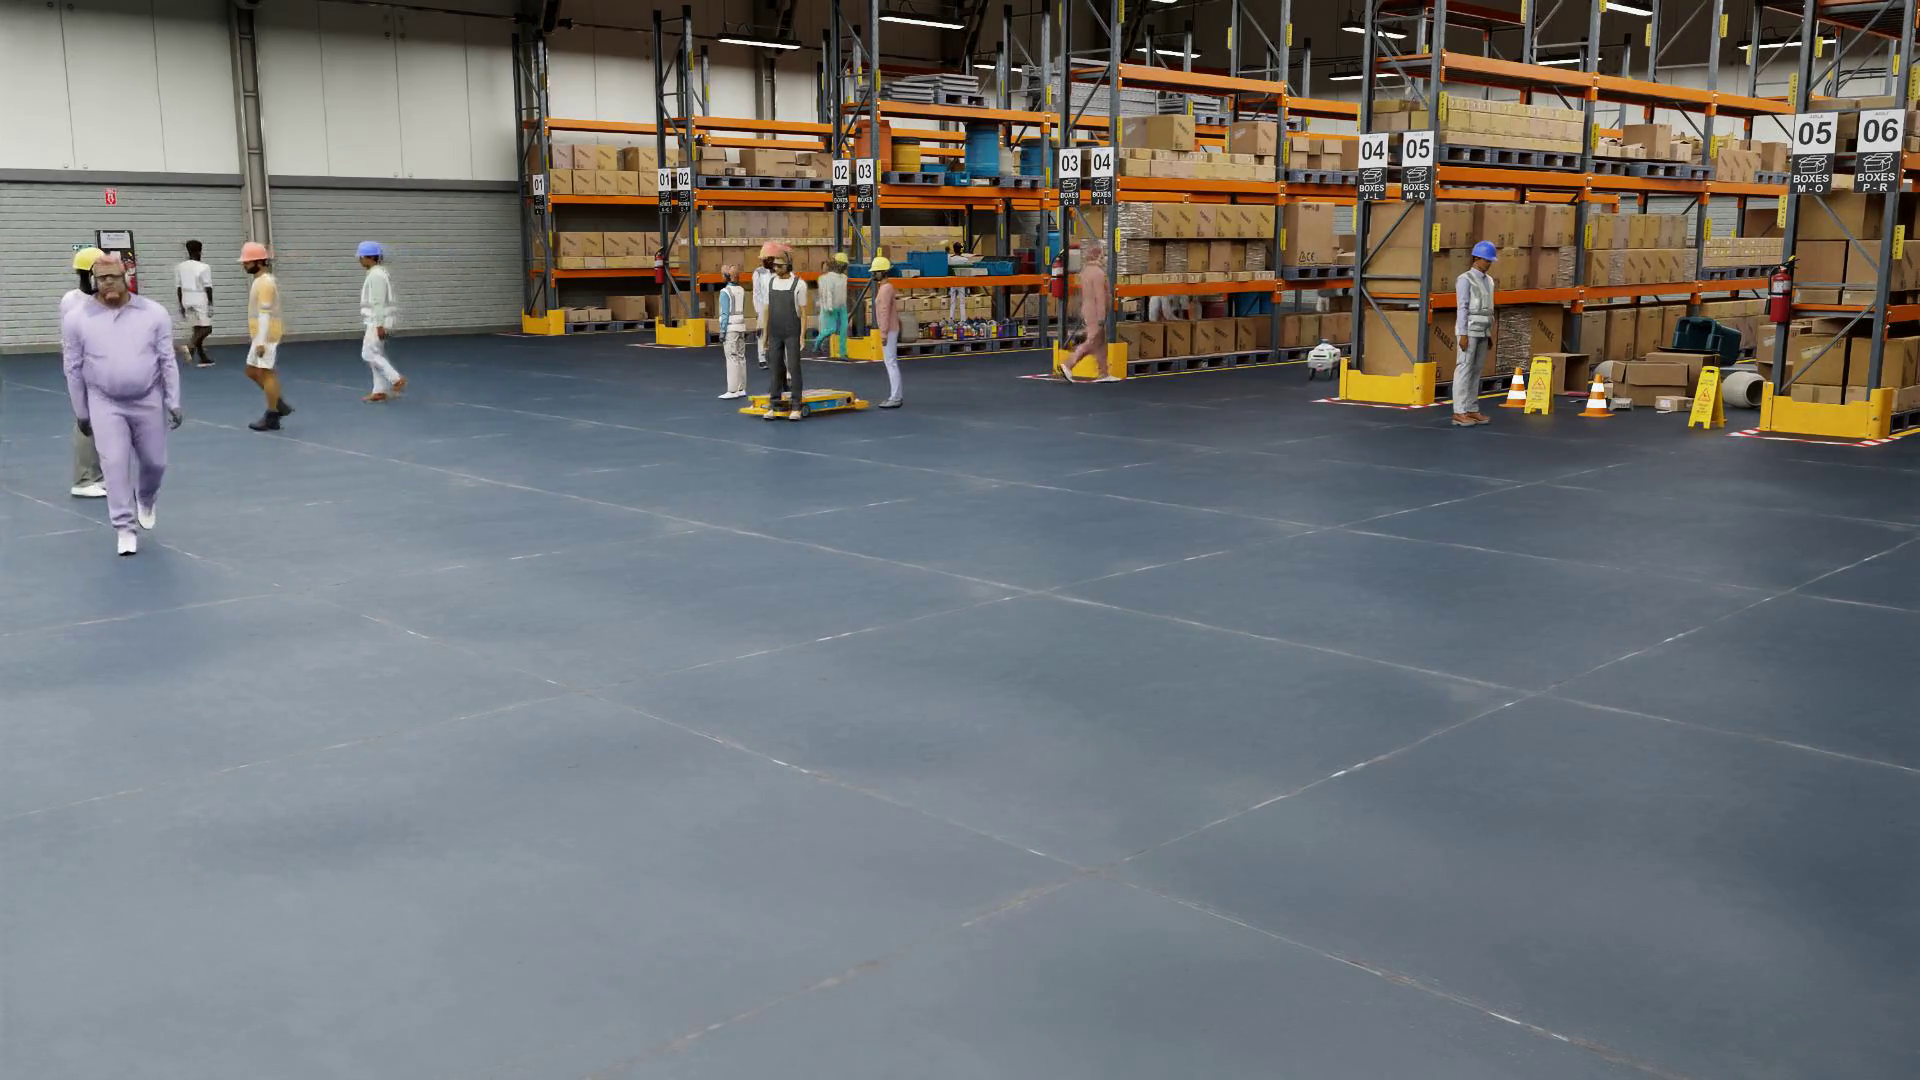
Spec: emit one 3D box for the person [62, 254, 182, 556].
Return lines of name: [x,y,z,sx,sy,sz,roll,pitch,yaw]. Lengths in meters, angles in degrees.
person: [-5.380,-0.893,10.711,0.644,1.889,0.758,-6,12,-31]

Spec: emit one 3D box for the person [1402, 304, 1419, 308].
person: [6.756,-3.329,24.596,0.411,1.664,0.561,-6,12,-31]

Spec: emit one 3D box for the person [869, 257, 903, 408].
person: [-0.876,-2.431,19.489,0.383,1.755,0.536,0,10,1]

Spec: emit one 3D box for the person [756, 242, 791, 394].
person: [-2.281,-2.591,19.894,0.660,1.912,0.565,-8,13,-36]

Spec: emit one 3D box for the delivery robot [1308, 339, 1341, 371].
delivery robot: [5.136,-2.583,23.427,0.477,0.478,0.707,4,11,23]

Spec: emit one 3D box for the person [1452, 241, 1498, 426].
person: [5.474,-2.194,17.669,0.602,1.939,0.398,-10,15,-44]

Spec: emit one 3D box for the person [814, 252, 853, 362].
person: [-2.029,-3.752,26.740,0.676,1.727,0.526,8,13,38]

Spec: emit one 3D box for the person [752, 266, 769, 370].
person: [-2.833,-3.498,25.082,0.591,1.829,0.404,-7,13,-34]

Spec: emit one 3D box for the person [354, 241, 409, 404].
person: [-6.958,-2.592,19.851,0.459,1.931,0.620,-4,11,-20]

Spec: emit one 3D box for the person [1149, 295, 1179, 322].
person: [3.647,-4.300,29.276,0.925,1.910,0.639,-7,12,-32]

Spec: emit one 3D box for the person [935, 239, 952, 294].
person: [-0.368,-5.771,37.253,0.586,1.906,0.609,-10,14,-43]

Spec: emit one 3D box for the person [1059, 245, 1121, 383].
person: [1.769,-3.066,22.631,0.831,1.875,0.685,-2,11,-9]

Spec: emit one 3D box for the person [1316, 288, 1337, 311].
person: [7.106,-4.671,32.056,0.622,1.614,0.506,-7,13,-35]

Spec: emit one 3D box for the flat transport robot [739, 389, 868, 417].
flat transport robot: [-1.766,-1.567,18.915,0.652,0.197,1.431,8,13,38]

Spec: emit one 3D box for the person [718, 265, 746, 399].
person: [-2.802,-2.561,20.478,0.309,1.645,0.515,4,11,19]

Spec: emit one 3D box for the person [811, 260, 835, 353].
person: [-2.202,-3.985,28.407,0.532,1.588,0.897,6,12,29]

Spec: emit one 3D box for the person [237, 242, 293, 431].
person: [-7.215,-2.101,17.184,0.387,1.926,0.579,-5,12,-27]

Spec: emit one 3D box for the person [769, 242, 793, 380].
person: [-2.466,-3.215,23.340,0.403,1.904,0.637,-3,11,-16]

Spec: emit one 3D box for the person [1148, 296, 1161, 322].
person: [4.328,-5.726,36.936,0.551,1.934,0.373,6,12,31]

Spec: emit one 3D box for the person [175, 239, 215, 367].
person: [-11.707,-3.618,25.417,0.613,1.947,0.711,3,11,14]

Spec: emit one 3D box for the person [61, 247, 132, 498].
person: [-6.693,-1.298,12.881,0.420,1.912,0.603,-1,10,-4]

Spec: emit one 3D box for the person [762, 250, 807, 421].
person: [-1.911,-2.226,18.116,0.507,1.840,0.343,3,11,15]

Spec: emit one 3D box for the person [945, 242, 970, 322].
person: [-0.042,-5.138,33.914,0.538,1.869,0.312,3,11,17]

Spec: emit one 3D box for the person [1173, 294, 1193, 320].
person: [4.050,-4.571,30.635,0.553,1.935,0.364,9,14,42]

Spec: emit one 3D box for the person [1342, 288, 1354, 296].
person: [9.942,-6.665,42.018,0.630,1.958,0.963,-3,11,-14]
